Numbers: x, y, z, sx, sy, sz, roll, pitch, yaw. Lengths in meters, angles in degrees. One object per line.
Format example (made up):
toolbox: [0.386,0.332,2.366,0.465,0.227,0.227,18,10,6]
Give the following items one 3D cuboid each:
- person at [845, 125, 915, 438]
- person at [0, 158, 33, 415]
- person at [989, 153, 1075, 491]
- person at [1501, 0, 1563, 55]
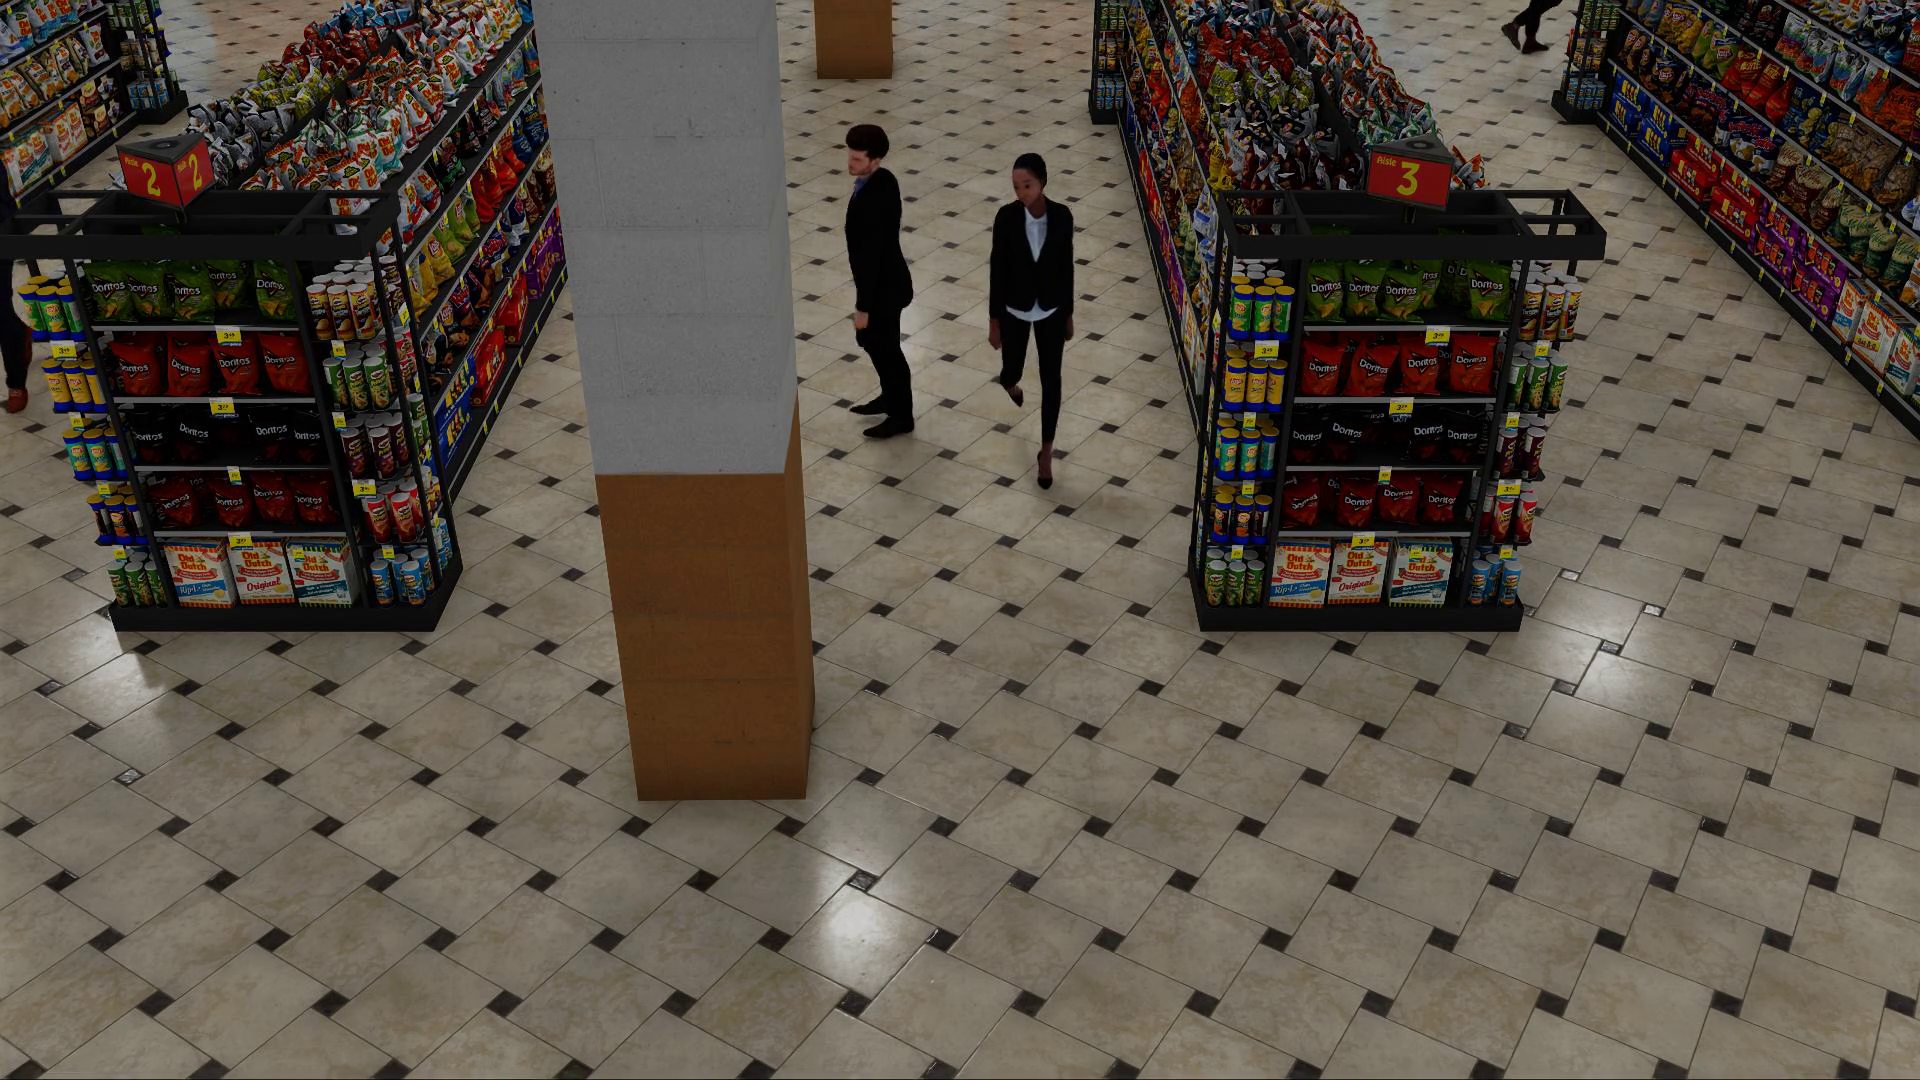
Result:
person: [-0.405,-1.402,9.122,0.815,1.855,0.565,4,32,6]
person: [-5.726,-1.727,9.694,0.781,1.801,1.195,-3,32,-6]
person: [0.362,-1.188,8.823,0.677,1.807,1.043,-4,32,-6]
person: [5.478,-5.494,15.744,0.837,1.805,0.835,-7,33,-11]
